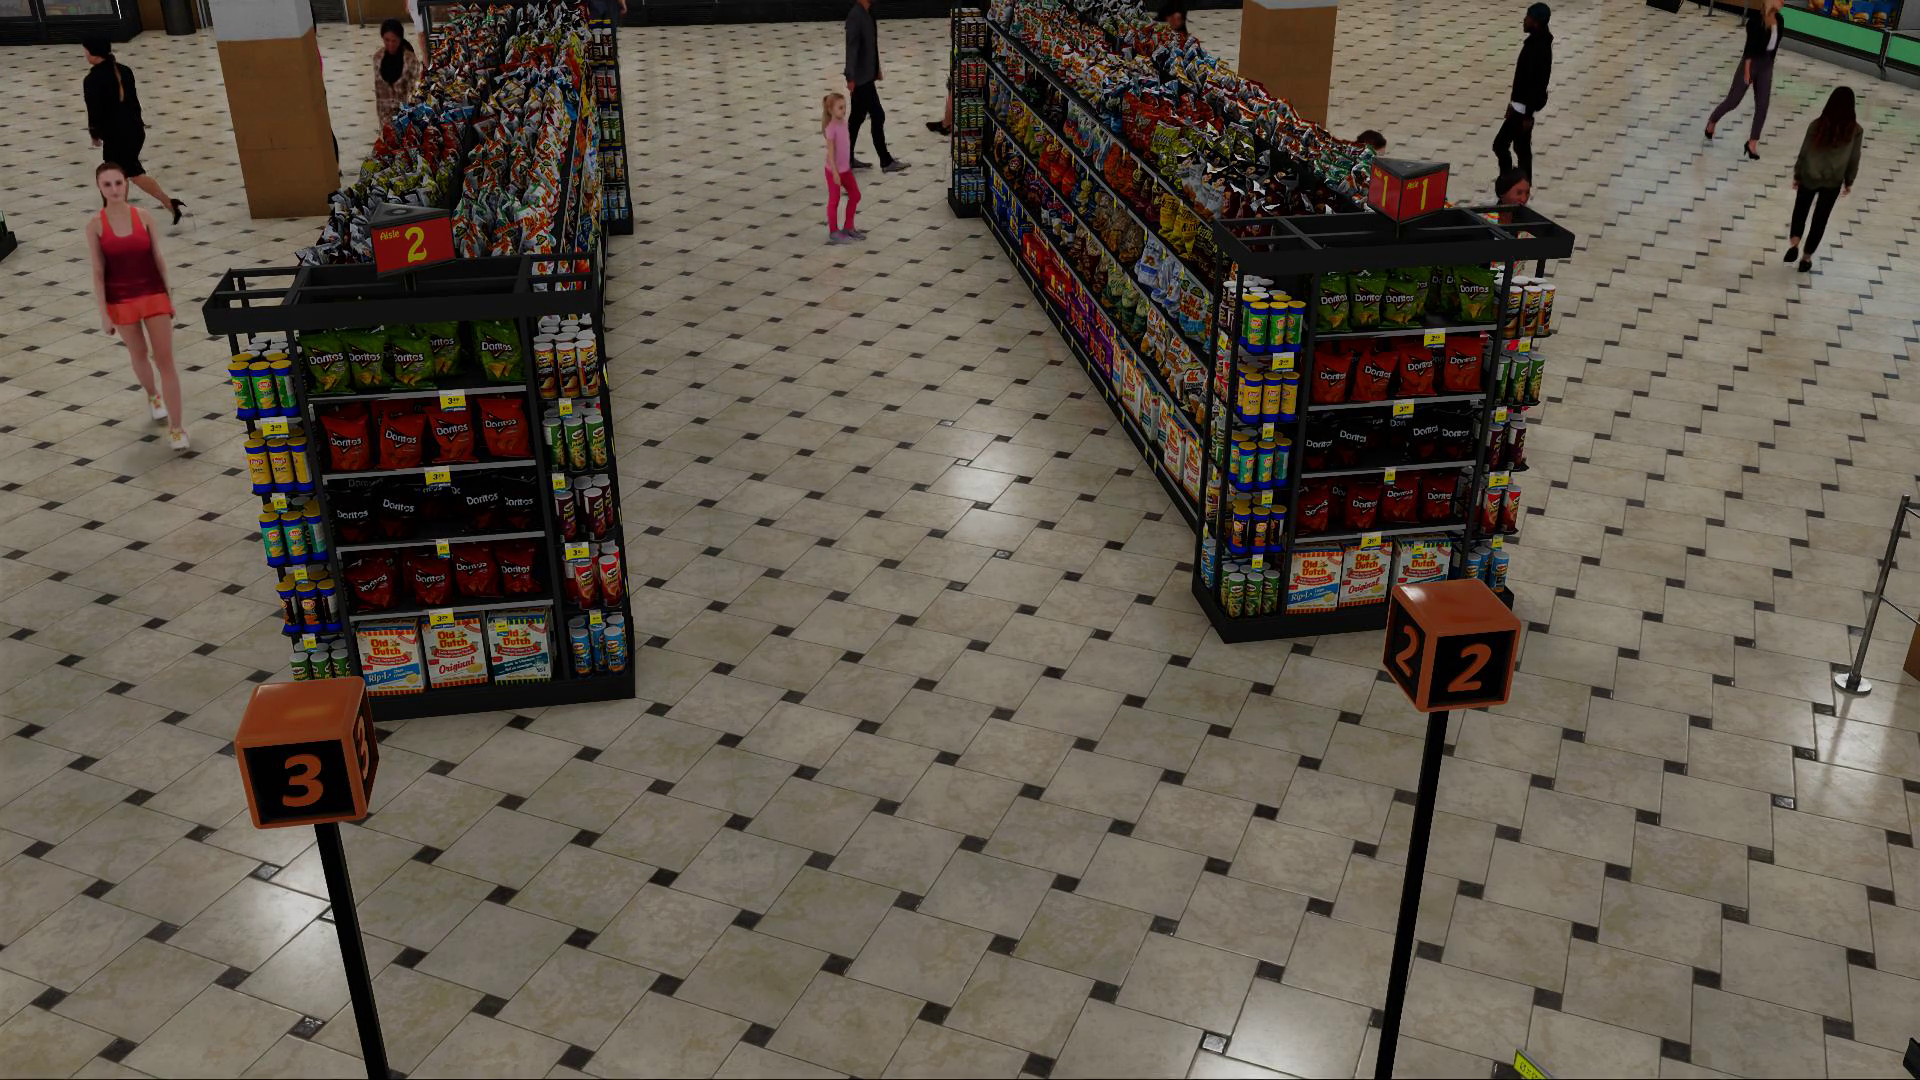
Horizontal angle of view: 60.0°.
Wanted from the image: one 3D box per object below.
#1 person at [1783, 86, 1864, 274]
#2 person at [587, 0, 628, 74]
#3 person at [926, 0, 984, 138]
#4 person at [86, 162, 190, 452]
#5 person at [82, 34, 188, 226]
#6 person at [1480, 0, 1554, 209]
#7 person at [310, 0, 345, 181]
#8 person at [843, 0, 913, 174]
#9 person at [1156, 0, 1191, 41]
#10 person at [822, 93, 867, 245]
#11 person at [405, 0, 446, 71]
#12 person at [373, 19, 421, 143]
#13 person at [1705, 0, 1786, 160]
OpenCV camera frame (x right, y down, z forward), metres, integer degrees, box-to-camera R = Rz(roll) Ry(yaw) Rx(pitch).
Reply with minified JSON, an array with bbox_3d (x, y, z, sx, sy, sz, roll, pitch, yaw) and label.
[{"bbox_3d":[6.846,-2.843,13.226,0.721,1.470,0.775,16,31,28],"label":"person"},{"bbox_3d":[-4.190,-6.237,19.489,0.737,1.859,1.173,-6,28,-12],"label":"person"},{"bbox_3d":[0.205,-4.997,17.086,1.256,1.819,1.230,16,31,28],"label":"person"},{"bbox_3d":[-5.066,-1.457,10.232,0.814,1.705,1.208,-14,30,-25],"label":"person"},{"bbox_3d":[-7.112,-3.452,14.234,0.998,1.643,1.114,4,27,9],"label":"person"},{"bbox_3d":[5.134,-3.844,14.826,0.891,1.807,0.796,8,28,15],"label":"person"},{"bbox_3d":[-6.159,-4.261,15.770,0.685,1.698,0.746,18,32,31],"label":"person"},{"bbox_3d":[-1.027,-4.449,15.978,0.921,1.845,0.976,2,27,4],"label":"person"},{"bbox_3d":[1.844,-3.970,15.091,0.712,1.791,1.066,-7,28,-13],"label":"person"},{"bbox_3d":[-1.077,-3.144,14.043,0.700,1.267,0.638,14,30,25],"label":"person"},{"bbox_3d":[-6.606,-6.574,20.301,0.826,1.725,0.971,-20,33,-34],"label":"person"},{"bbox_3d":[-4.816,-3.644,14.506,0.771,1.740,0.970,5,27,9],"label":"person"},{"bbox_3d":[7.877,-4.678,16.660,0.650,1.635,1.046,-6,27,-11],"label":"person"}]
